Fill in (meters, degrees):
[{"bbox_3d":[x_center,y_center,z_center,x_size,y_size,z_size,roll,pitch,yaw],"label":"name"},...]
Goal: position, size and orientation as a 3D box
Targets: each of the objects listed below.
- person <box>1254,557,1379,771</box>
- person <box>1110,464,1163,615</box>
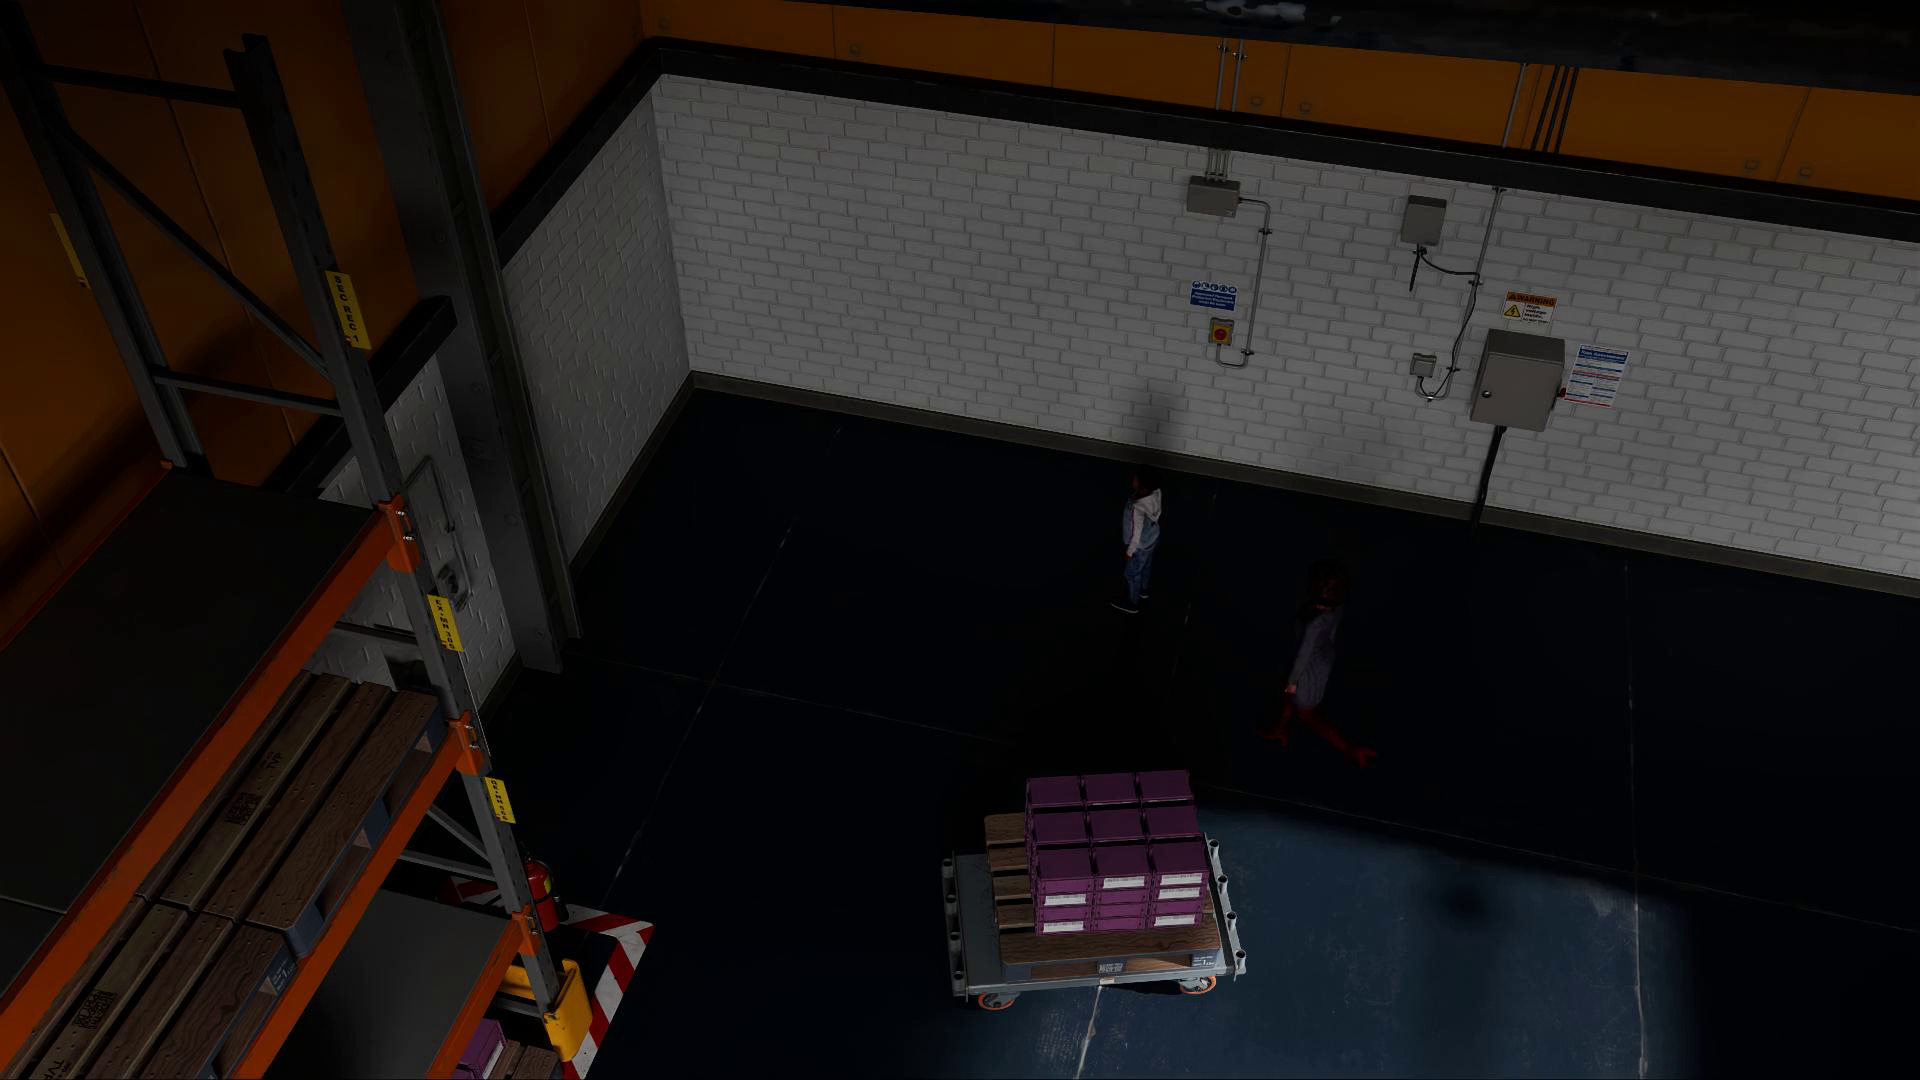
[{"bbox_3d":[2.233,0.812,10.195,0.844,1.685,1.037,24,48,23],"label":"person"},{"bbox_3d":[1.235,-0.026,11.383,0.598,1.261,0.501,23,48,23],"label":"person"}]
